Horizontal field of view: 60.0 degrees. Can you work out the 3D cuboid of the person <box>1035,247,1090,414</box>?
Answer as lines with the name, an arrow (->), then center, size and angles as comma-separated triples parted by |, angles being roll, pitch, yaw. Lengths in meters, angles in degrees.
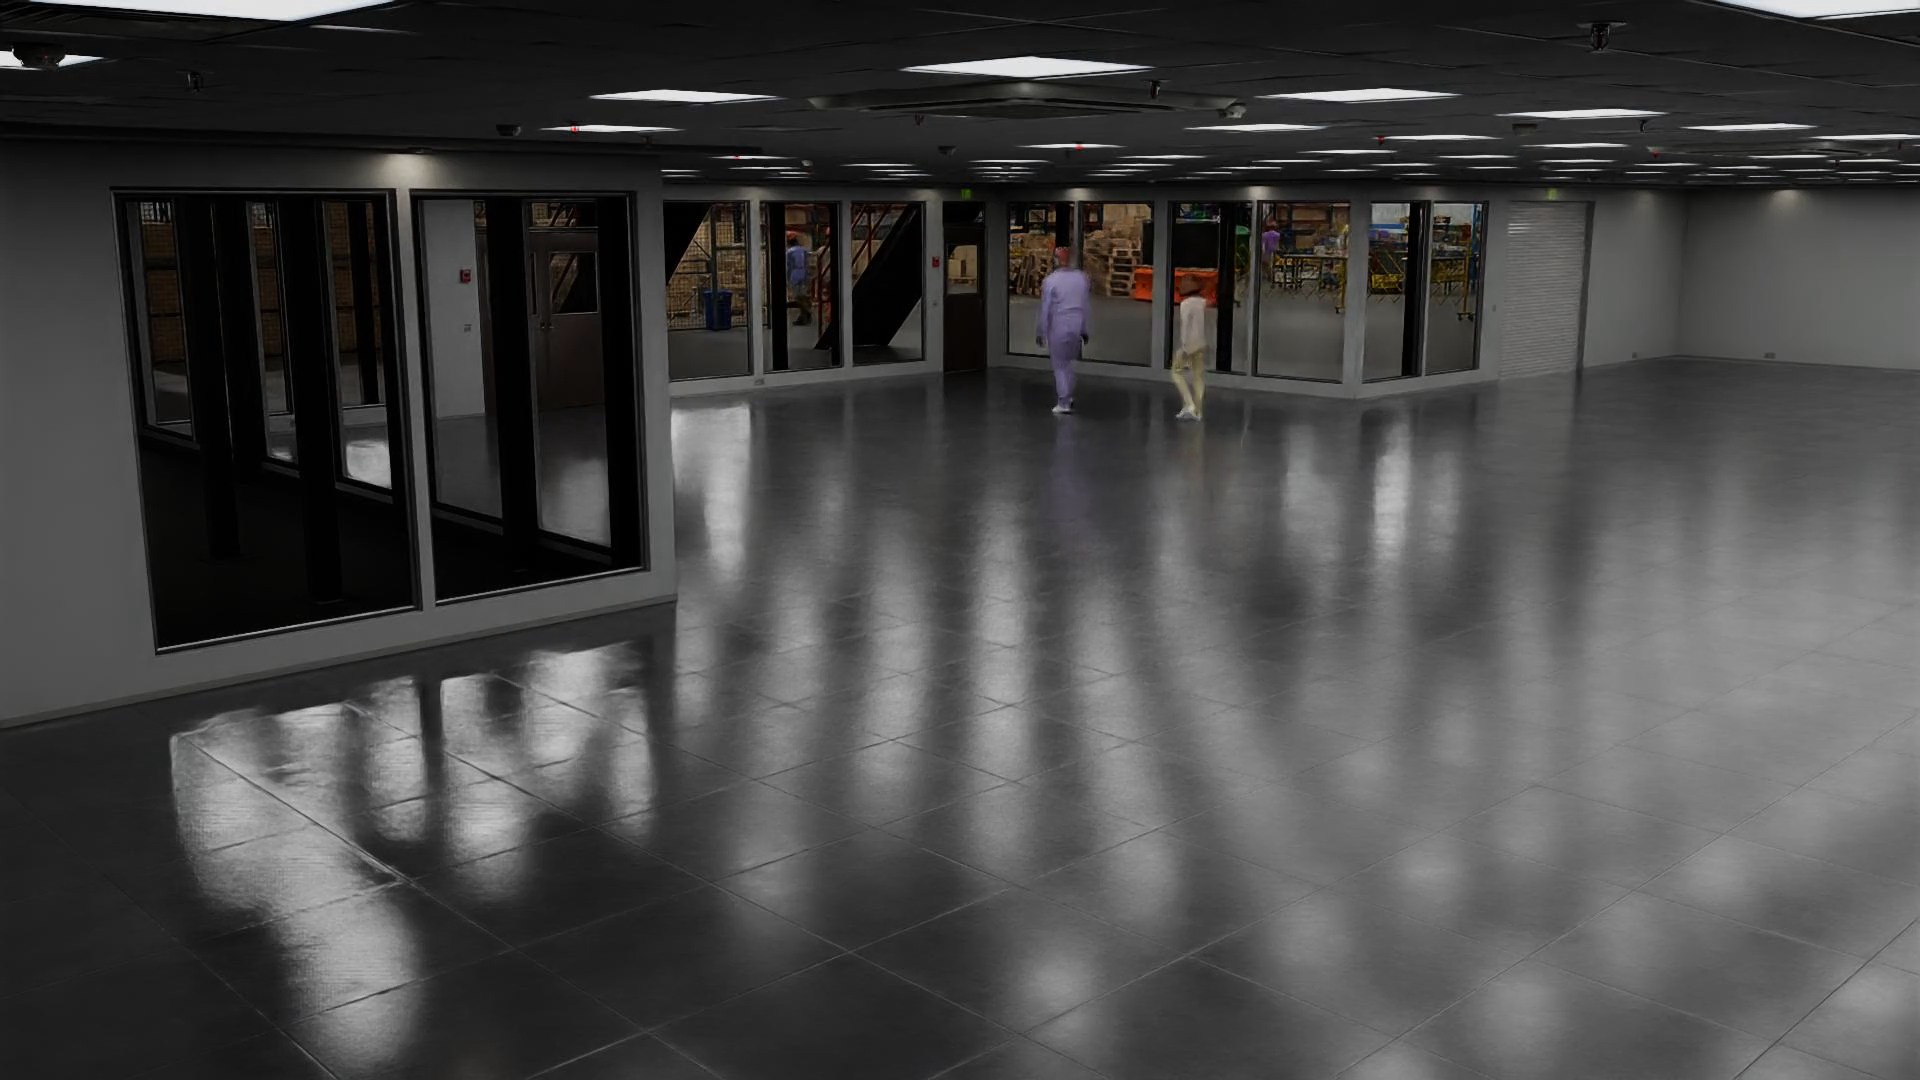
person -> 1.134, -2.395, 19.004 | 0.673, 1.885, 0.603 | -8, 14, -34

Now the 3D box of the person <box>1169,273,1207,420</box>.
person -> 2.543, -2.122, 18.325 | 0.380, 1.617, 0.499 | 11, 16, 44
